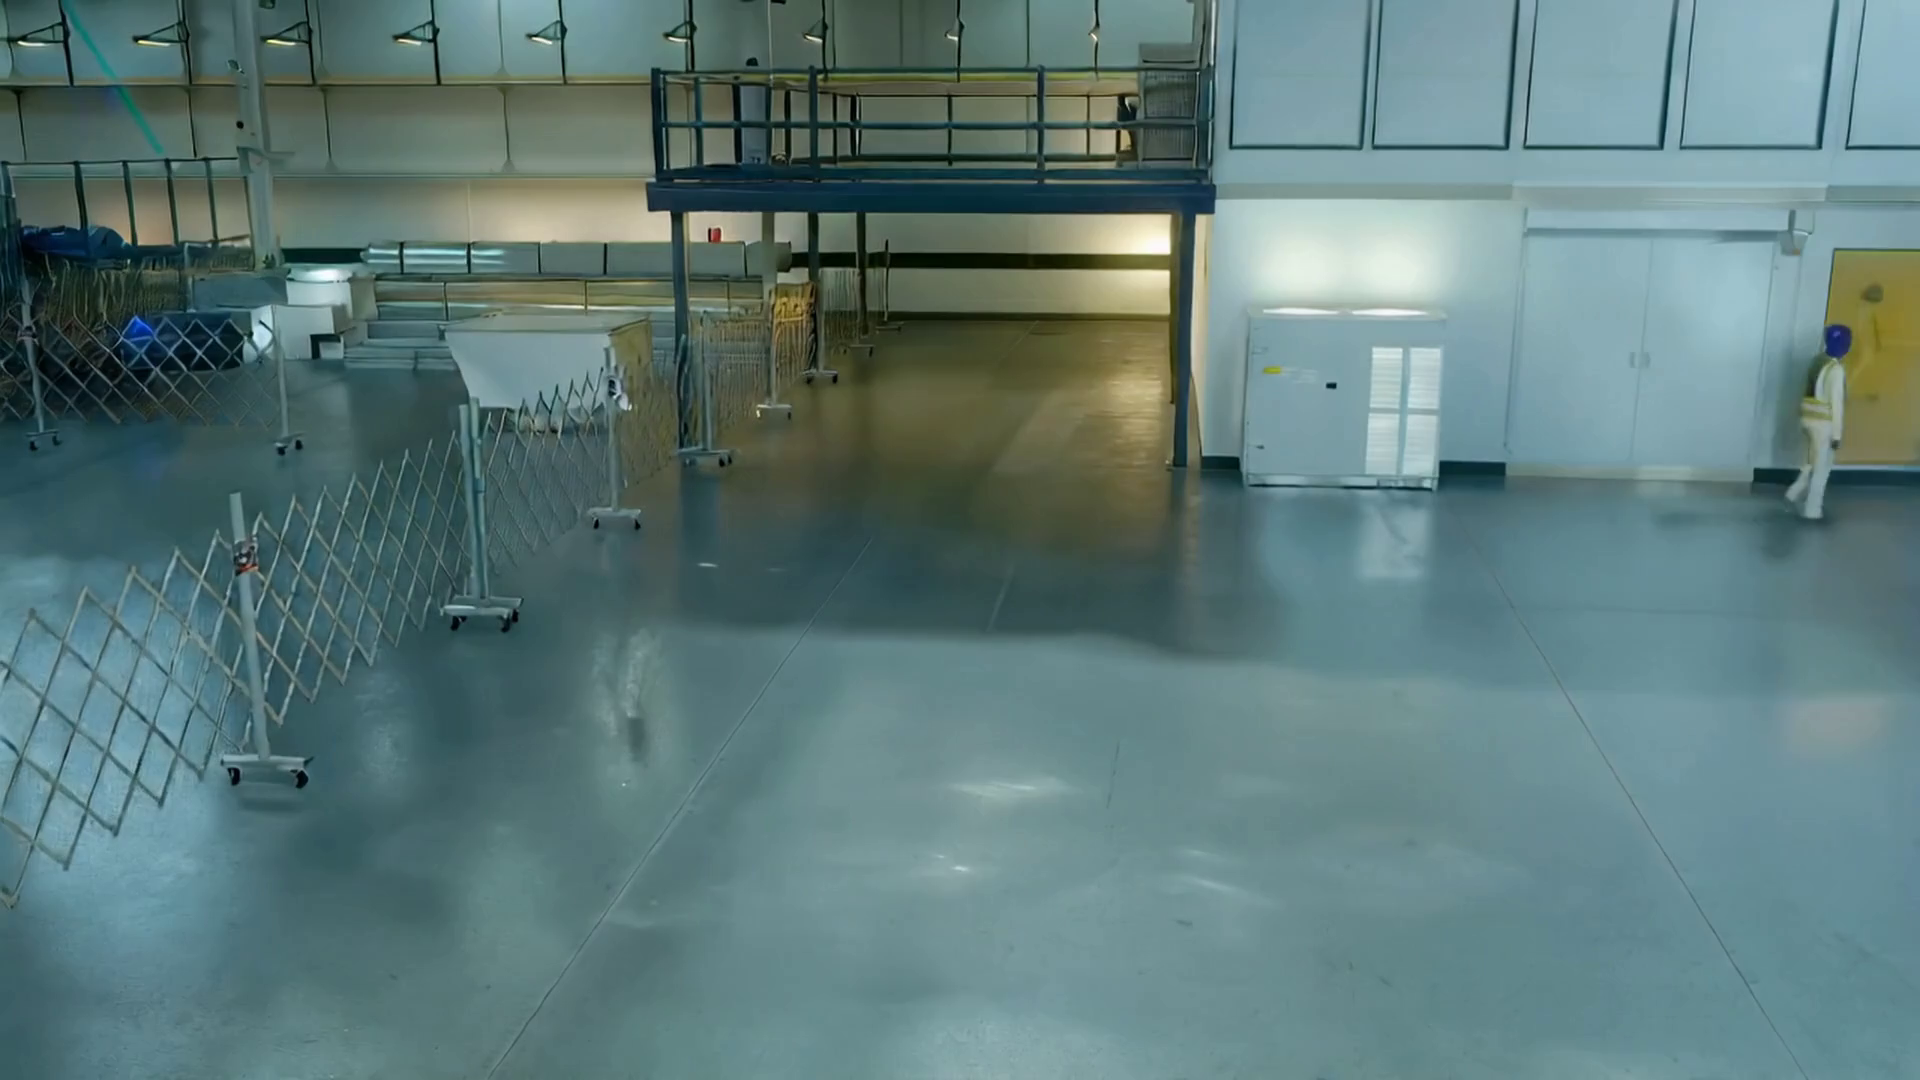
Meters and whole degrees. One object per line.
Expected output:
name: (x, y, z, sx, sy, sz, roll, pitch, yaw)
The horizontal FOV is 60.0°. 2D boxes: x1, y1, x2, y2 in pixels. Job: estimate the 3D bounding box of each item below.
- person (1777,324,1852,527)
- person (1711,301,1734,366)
person: (7.853, -1.031, 15.113, 0.422, 1.867, 0.598, 1, 14, 4)
person: (9.572, -2.404, 20.792, 0.557, 1.825, 0.933, -9, 16, -32)
